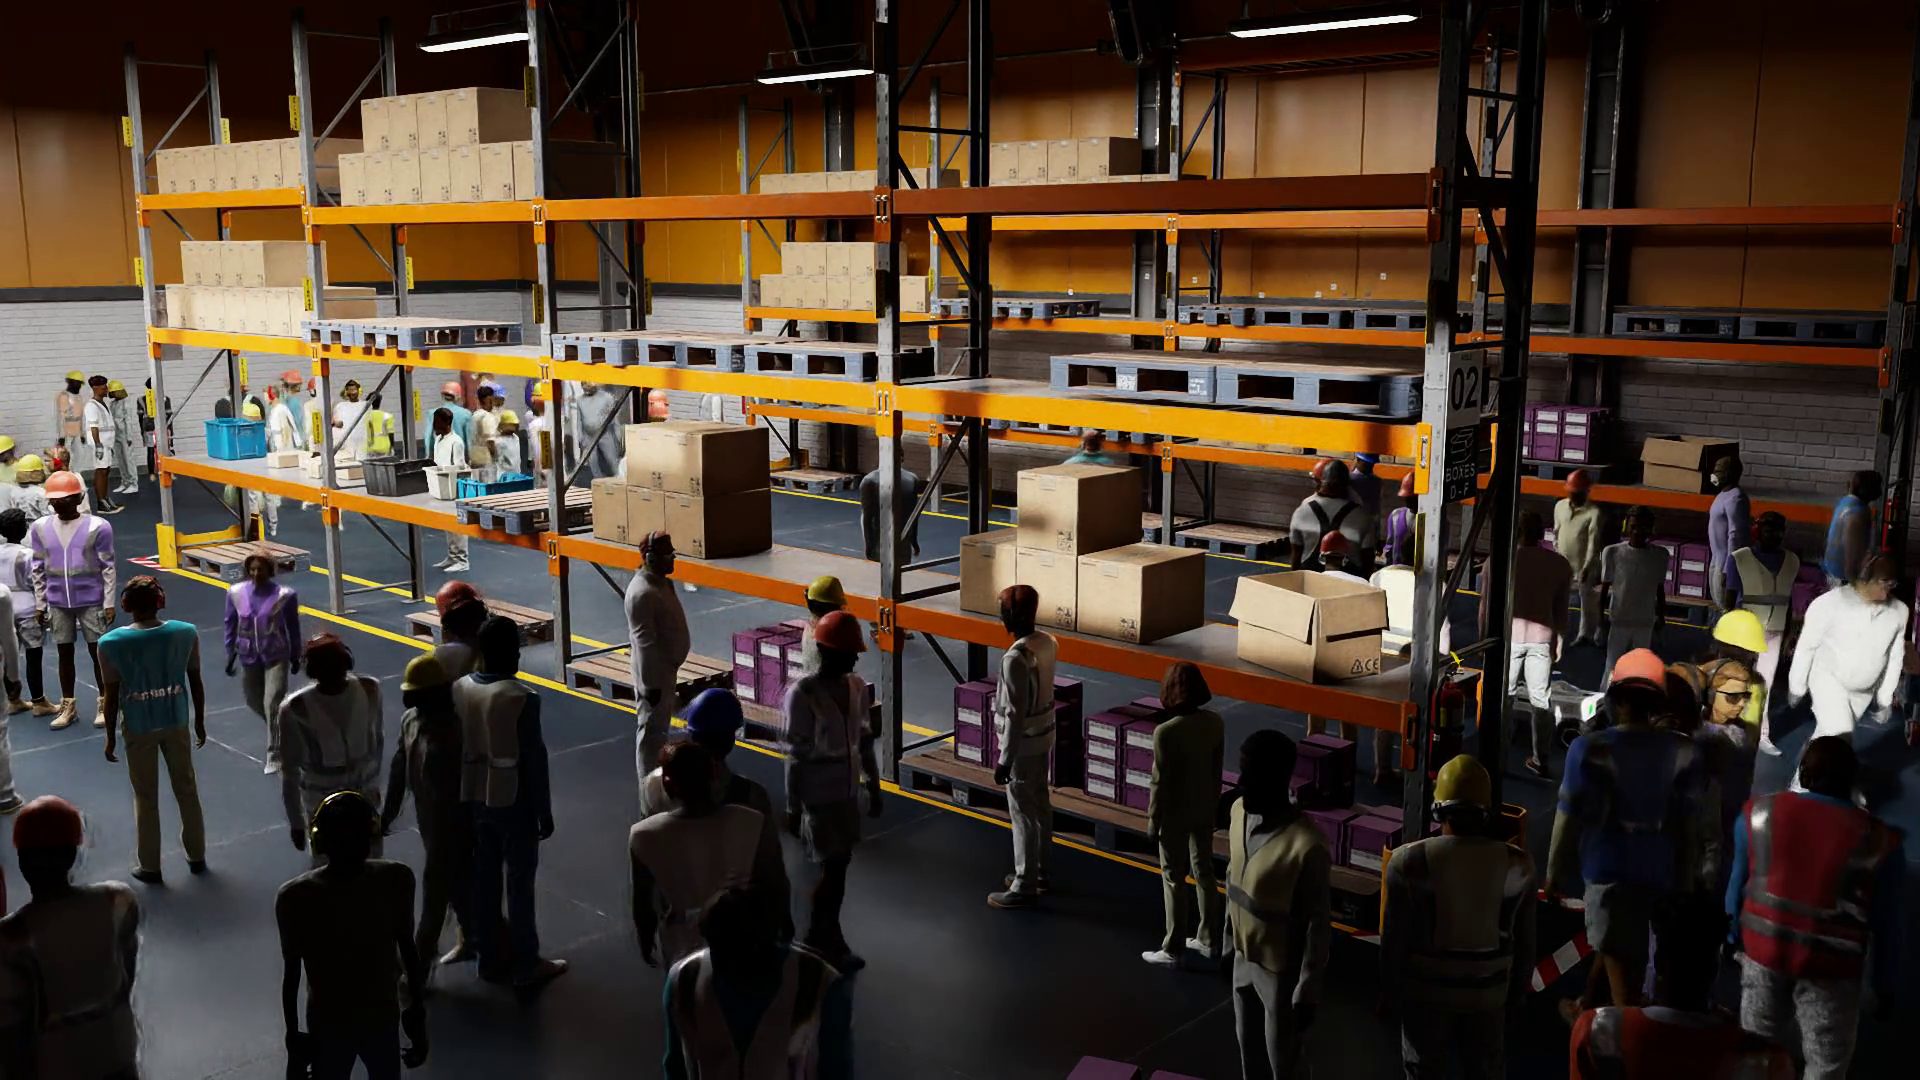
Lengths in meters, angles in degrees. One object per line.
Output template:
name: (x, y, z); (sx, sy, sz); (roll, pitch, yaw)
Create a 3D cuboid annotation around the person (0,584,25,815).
person: (-6.554, 0.908, 11.038); (0.576, 1.875, 0.365); (-2, 10, -12)

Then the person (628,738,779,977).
person: (-1.064, 1.686, 6.852); (0.573, 1.790, 0.938); (-4, 11, -20)

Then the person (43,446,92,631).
person: (-8.736, -0.017, 16.381); (0.383, 1.834, 0.571); (-2, 10, -10)

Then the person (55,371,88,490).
person: (-13.654, -1.640, 25.439); (0.533, 1.879, 0.631); (0, 10, -1)

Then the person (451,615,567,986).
person: (-2.341, 1.331, 8.514); (0.593, 1.920, 0.392); (5, 11, 27)

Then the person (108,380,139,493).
person: (-12.868, -1.581, 25.502); (0.484, 1.737, 0.323); (7, 12, 33)

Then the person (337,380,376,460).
person: (-8.691, -1.378, 23.966); (0.520, 1.873, 0.335); (-2, 10, -11)

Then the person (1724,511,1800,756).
person: (5.920, 0.689, 12.342); (0.565, 1.846, 0.390); (-2, 10, -11)

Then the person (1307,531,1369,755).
person: (2.665, 0.802, 11.967); (0.564, 1.753, 0.336); (0, 10, -1)

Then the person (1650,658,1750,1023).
person: (3.580, 1.458, 8.002); (0.517, 1.842, 0.326); (-6, 12, -31)

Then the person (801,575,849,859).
person: (-0.848, 1.089, 10.325); (0.329, 1.763, 0.523); (-2, 10, -9)

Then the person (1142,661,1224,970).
person: (1.184, 1.438, 8.737); (0.501, 1.628, 0.269); (-8, 13, -38)

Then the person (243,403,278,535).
person: (-9.165, -0.905, 21.651); (0.309, 1.743, 0.500); (10, 14, 43)

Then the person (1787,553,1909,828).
person: (5.761, 0.980, 10.752); (0.652, 1.830, 1.007); (-2, 10, -10)

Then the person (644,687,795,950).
person: (-1.036, 1.570, 7.212); (0.638, 1.892, 0.996); (5, 11, 25)

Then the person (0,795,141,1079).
person: (-3.174, 1.820, 5.900); (0.990, 1.866, 0.537); (9, 13, 41)

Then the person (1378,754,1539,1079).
person: (1.922, 1.733, 6.480); (0.596, 1.831, 0.403); (1, 10, 3)

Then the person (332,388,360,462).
person: (-9.377, -1.534, 25.588); (0.530, 1.611, 0.724); (0, 10, 1)

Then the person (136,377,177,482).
person: (-12.893, -1.771, 26.676); (0.537, 1.696, 0.321); (-2, 10, -9)

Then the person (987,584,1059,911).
person: (0.362, 1.175, 9.498); (0.356, 1.881, 0.572); (4, 11, 23)

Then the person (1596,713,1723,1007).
person: (3.243, 1.611, 7.747); (0.527, 1.621, 0.463); (4, 11, 23)

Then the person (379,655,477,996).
person: (-2.746, 1.437, 8.513); (0.494, 1.713, 0.802); (7, 12, 35)

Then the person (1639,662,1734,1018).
person: (3.434, 1.474, 7.968); (0.369, 1.835, 0.505); (-5, 11, -25)

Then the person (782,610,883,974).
person: (-0.627, 1.309, 8.605); (0.438, 1.925, 0.581); (8, 13, 37)

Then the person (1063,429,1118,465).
person: (1.354, -0.214, 17.401); (0.647, 1.886, 0.847); (0, 10, 1)

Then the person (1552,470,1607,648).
person: (5.689, 0.196, 15.489); (0.835, 1.707, 0.571); (-8, 13, -37)

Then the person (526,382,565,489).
person: (-5.680, -1.195, 22.768); (0.366, 1.927, 0.585); (9, 13, 42)

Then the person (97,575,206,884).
person: (-4.783, 1.125, 9.899); (0.569, 1.836, 0.385); (-9, 13, -41)

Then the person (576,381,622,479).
person: (-5.354, -1.544, 24.946); (0.847, 1.862, 0.413); (2, 10, 10)

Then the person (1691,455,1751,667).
person: (6.793, 0.214, 14.772); (0.377, 1.940, 0.627); (3, 10, 16)

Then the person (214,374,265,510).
person: (-10.339, -1.451, 23.897); (0.690, 2.000, 1.067); (-7, 12, -36)

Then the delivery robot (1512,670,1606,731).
delivery robot: (4.505, 1.235, 12.642); (0.707, 0.478, 0.477); (8, 13, 37)

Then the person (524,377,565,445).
person: (-7.393, -2.417, 29.357); (0.595, 2.000, 0.709); (-1, 10, -3)

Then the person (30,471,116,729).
person: (-6.928, 0.472, 13.019); (0.608, 2.044, 0.378); (-2, 10, -9)

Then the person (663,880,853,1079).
person: (-0.635, 1.937, 5.374); (0.633, 1.817, 0.564); (1, 10, 5)

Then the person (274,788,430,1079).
person: (-2.202, 1.795, 6.074); (0.507, 1.861, 0.328); (-6, 12, -32)
